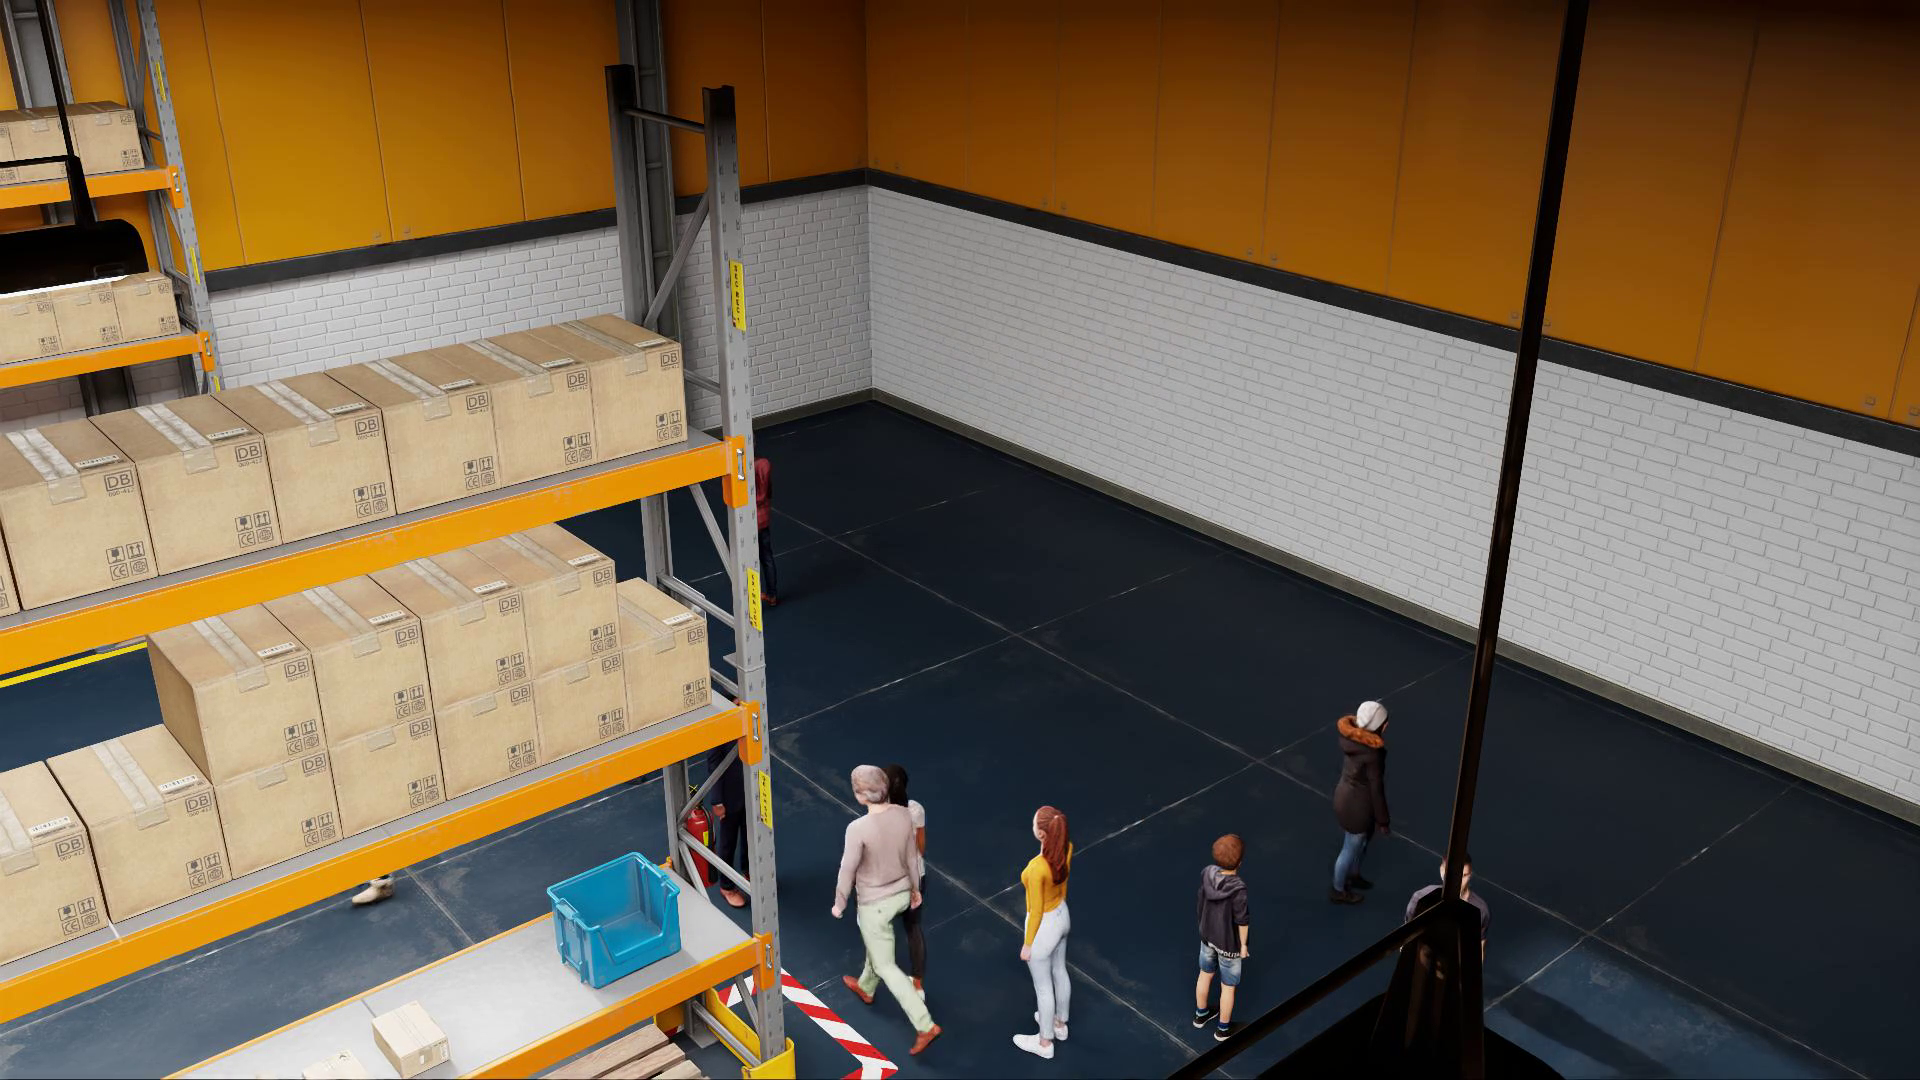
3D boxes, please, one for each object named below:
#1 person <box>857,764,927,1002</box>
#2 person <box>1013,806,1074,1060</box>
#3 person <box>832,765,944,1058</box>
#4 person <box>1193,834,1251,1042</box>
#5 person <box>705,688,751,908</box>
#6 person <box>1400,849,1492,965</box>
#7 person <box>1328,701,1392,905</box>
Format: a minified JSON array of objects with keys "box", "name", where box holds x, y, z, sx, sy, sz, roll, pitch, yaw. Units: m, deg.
[{"box":[-0.367,2.235,10.738,1.120,1.588,0.904,-9,25,-20],"name":"person"},{"box":[0.540,2.385,10.192,0.705,1.750,0.556,16,28,32],"name":"person"},{"box":[-0.415,2.292,10.301,0.810,1.834,1.193,21,31,39],"name":"person"},{"box":[1.641,2.465,10.391,0.500,1.445,0.523,-19,30,-36],"name":"person"},{"box":[-1.566,1.757,11.663,0.724,1.723,0.517,19,30,37],"name":"person"},{"box":[2.810,2.571,9.748,0.714,1.765,0.762,3,24,7],"name":"person"},{"box":[2.703,1.842,11.590,0.817,1.626,0.781,-3,24,-7],"name":"person"}]
